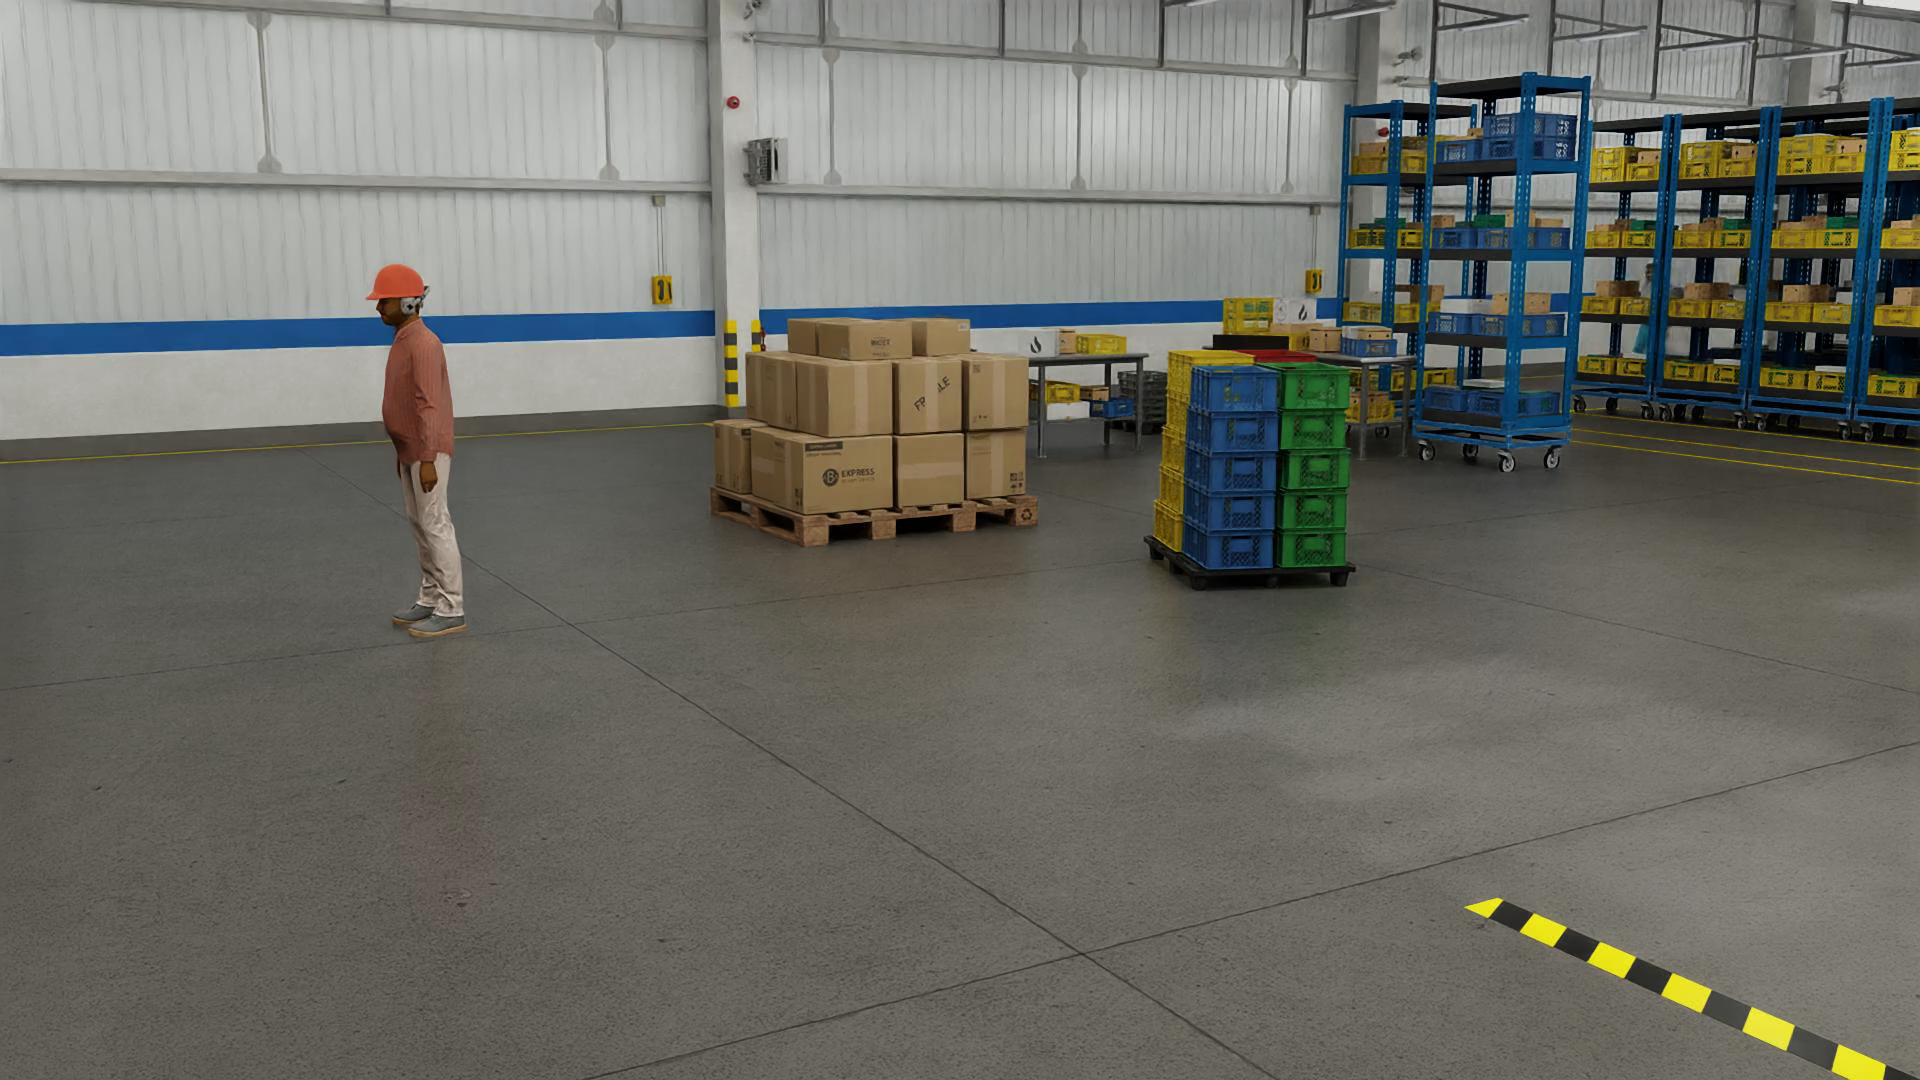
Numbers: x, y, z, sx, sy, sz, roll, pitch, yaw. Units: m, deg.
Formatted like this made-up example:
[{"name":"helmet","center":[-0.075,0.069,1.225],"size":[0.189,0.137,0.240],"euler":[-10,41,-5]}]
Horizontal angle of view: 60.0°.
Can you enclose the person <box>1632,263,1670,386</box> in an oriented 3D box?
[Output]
[{"name":"person","center":[10.059,-3.090,24.132],"size":[0.442,1.828,0.581],"euler":[-3,11,-19]}]

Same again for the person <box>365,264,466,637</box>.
[{"name":"person","center":[-2.927,-0.477,8.925],"size":[0.416,1.985,0.611],"euler":[-6,12,-32]}]
